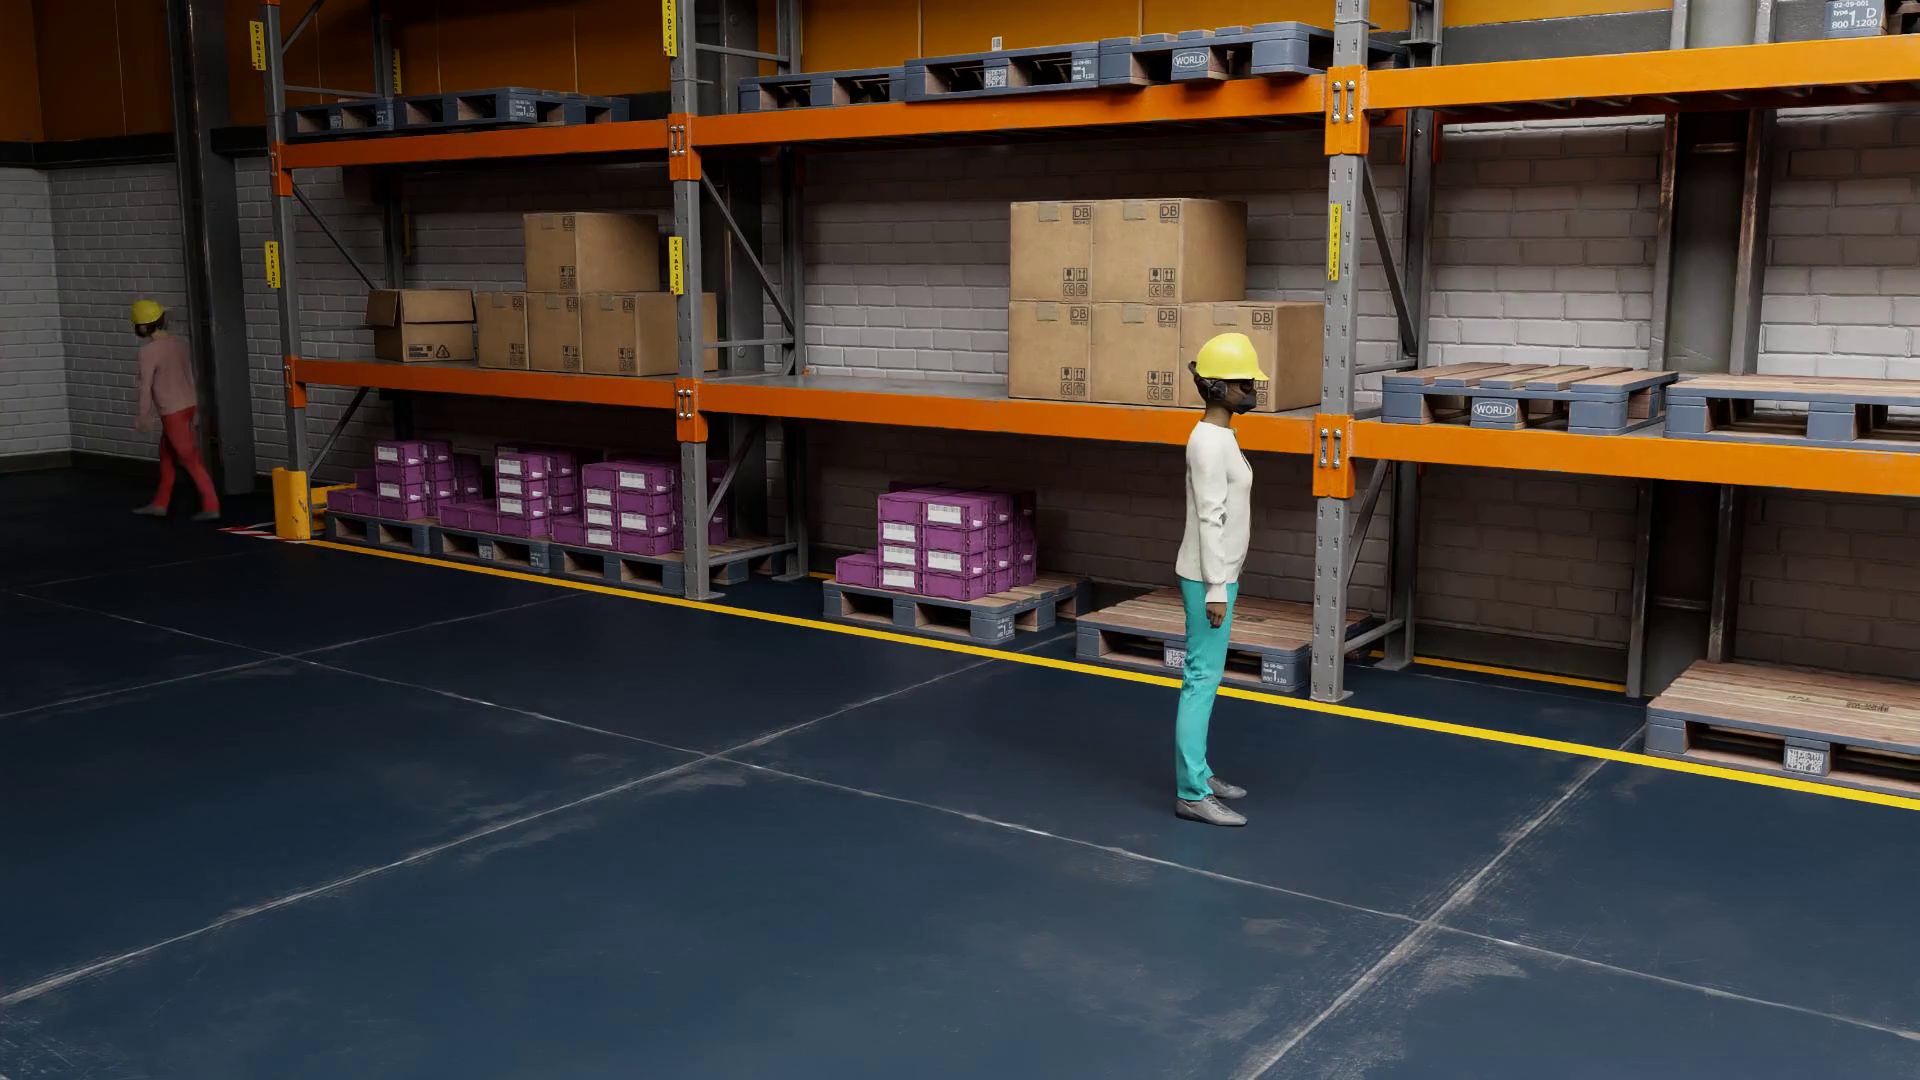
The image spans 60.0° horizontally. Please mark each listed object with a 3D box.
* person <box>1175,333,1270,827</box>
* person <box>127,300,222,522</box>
[{"bbox_3d":[0.943,0.138,6.035,0.315,1.767,0.535,2,10,10],"label":"person"},{"bbox_3d":[-6.126,-0.981,12.815,0.803,1.717,0.548,0,10,0],"label":"person"}]
